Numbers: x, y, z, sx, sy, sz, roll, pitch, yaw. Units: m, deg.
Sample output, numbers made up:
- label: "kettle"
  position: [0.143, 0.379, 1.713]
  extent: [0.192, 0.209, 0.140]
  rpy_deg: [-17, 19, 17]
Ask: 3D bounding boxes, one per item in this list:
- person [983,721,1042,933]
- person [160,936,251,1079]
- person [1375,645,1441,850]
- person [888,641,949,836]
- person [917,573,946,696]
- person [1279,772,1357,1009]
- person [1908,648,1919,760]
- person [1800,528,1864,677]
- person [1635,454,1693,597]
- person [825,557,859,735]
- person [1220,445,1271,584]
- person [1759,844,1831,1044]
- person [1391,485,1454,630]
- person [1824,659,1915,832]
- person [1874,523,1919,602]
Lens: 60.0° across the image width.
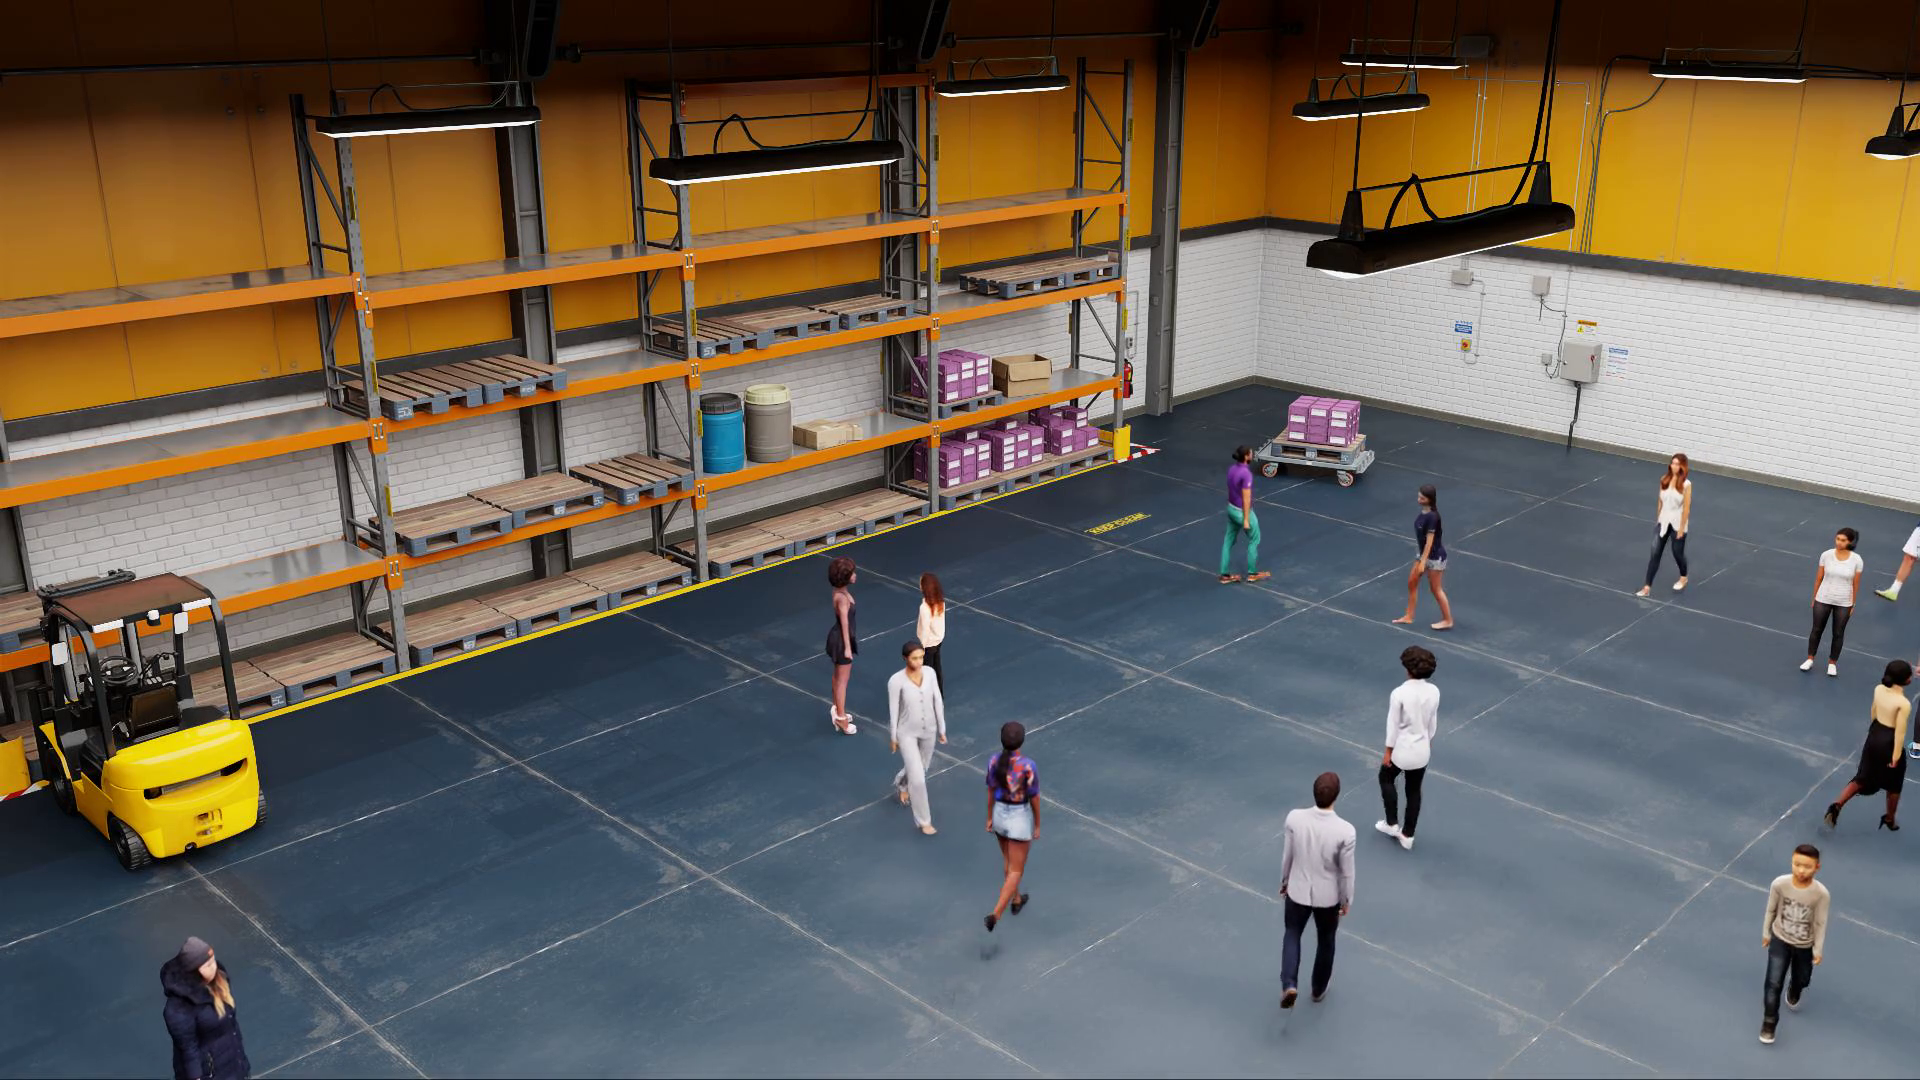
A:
- label: "person"
  position: [0.363, 2.245, 12.833]
  extent: [0.833, 1.719, 1.147]
  rpy_deg: [7, 20, 21]
- label: "person"
  position: [-4.629, 3.179, 10.142]
  extent: [0.939, 1.666, 0.883]
  rpy_deg: [1, 19, 4]
- label: "person"
  position: [3.841, 1.787, 14.069]
  extent: [0.755, 1.798, 0.848]
  rpy_deg: [-5, 19, -13]
- label: "person"
  position: [-0.423, 1.659, 14.585]
  extent: [1.126, 1.711, 0.920]
  rpy_deg: [-12, 22, -31]
- label: "person"
  position: [-0.302, 1.029, 16.812]
  extent: [0.697, 1.484, 0.559]
  rpy_deg: [8, 20, 22]
- label: "person"
  position: [2.494, 2.530, 11.807]
  extent: [0.899, 1.833, 1.047]
  rpy_deg: [8, 20, 21]
- label: "person"
  position: [9.328, 1.220, 15.703]
  extent: [0.729, 1.829, 0.631]
  rpy_deg: [12, 22, 31]
- label: "person"
  position: [9.316, 0.639, 17.720]
  extent: [0.592, 1.643, 0.550]
  rpy_deg: [13, 22, 33]
- label: "person"
  position: [8.606, -0.162, 19.952]
  extent: [1.189, 1.737, 0.734]
  rpy_deg: [-13, 22, -33]
- label: "person"
  position: [-1.156, 1.022, 16.357]
  extent: [0.699, 1.788, 0.658]
  rpy_deg: [-3, 19, -9]
- label: "person"
  position: [3.343, -0.296, 20.322]
  extent: [0.959, 1.756, 0.821]
  rpy_deg: [-8, 20, -23]
- label: "person"
  position: [5.859, 2.782, 11.663]
  extent: [0.714, 1.448, 0.961]
  rpy_deg: [10, 21, 27]
- label: "person"
  position: [5.418, 0.210, 18.862]
  extent: [0.997, 1.727, 0.934]
  rpy_deg: [2, 19, 6]
- label: "person"
  position: [7.857, 1.804, 14.291]
  extent: [1.069, 1.625, 0.856]
  rpy_deg: [-6, 20, -17]
- label: "person"
  position: [11.556, -0.078, 19.618]
  extent: [1.262, 1.790, 1.130]
  rpy_deg: [-2, 19, -6]
